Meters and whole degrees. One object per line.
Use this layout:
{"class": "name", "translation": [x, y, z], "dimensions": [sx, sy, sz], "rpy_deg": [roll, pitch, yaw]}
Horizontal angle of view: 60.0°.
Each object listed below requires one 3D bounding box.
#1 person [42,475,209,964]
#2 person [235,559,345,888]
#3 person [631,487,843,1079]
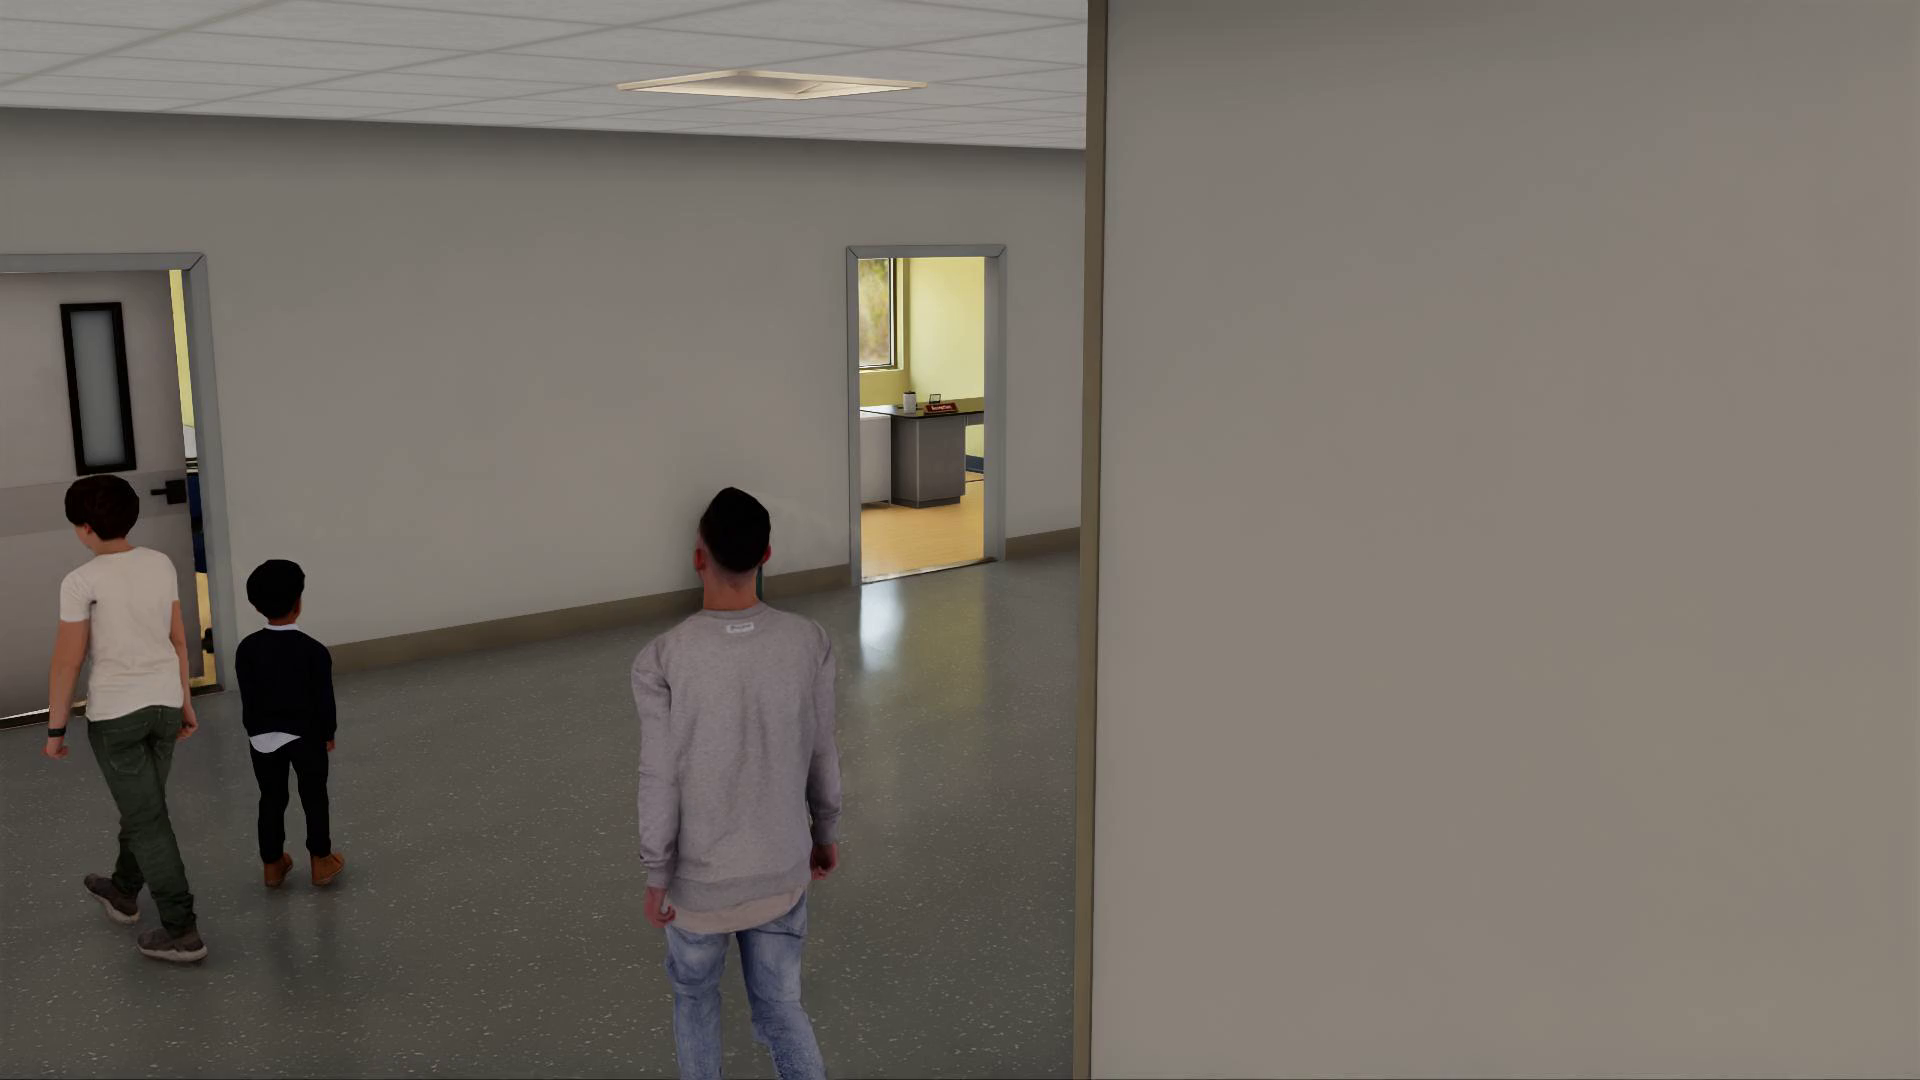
{"class": "person", "translation": [-2.685, 0.609, 5.513], "dimensions": [0.879, 1.636, 0.967], "rpy_deg": [5, 12, 26]}
{"class": "person", "translation": [-2.488, 0.678, 6.156], "dimensions": [0.559, 1.223, 0.632], "rpy_deg": [0, 11, 0]}
{"class": "person", "translation": [-0.498, 0.806, 4.009], "dimensions": [1.149, 1.811, 0.933], "rpy_deg": [-5, 12, -26]}
